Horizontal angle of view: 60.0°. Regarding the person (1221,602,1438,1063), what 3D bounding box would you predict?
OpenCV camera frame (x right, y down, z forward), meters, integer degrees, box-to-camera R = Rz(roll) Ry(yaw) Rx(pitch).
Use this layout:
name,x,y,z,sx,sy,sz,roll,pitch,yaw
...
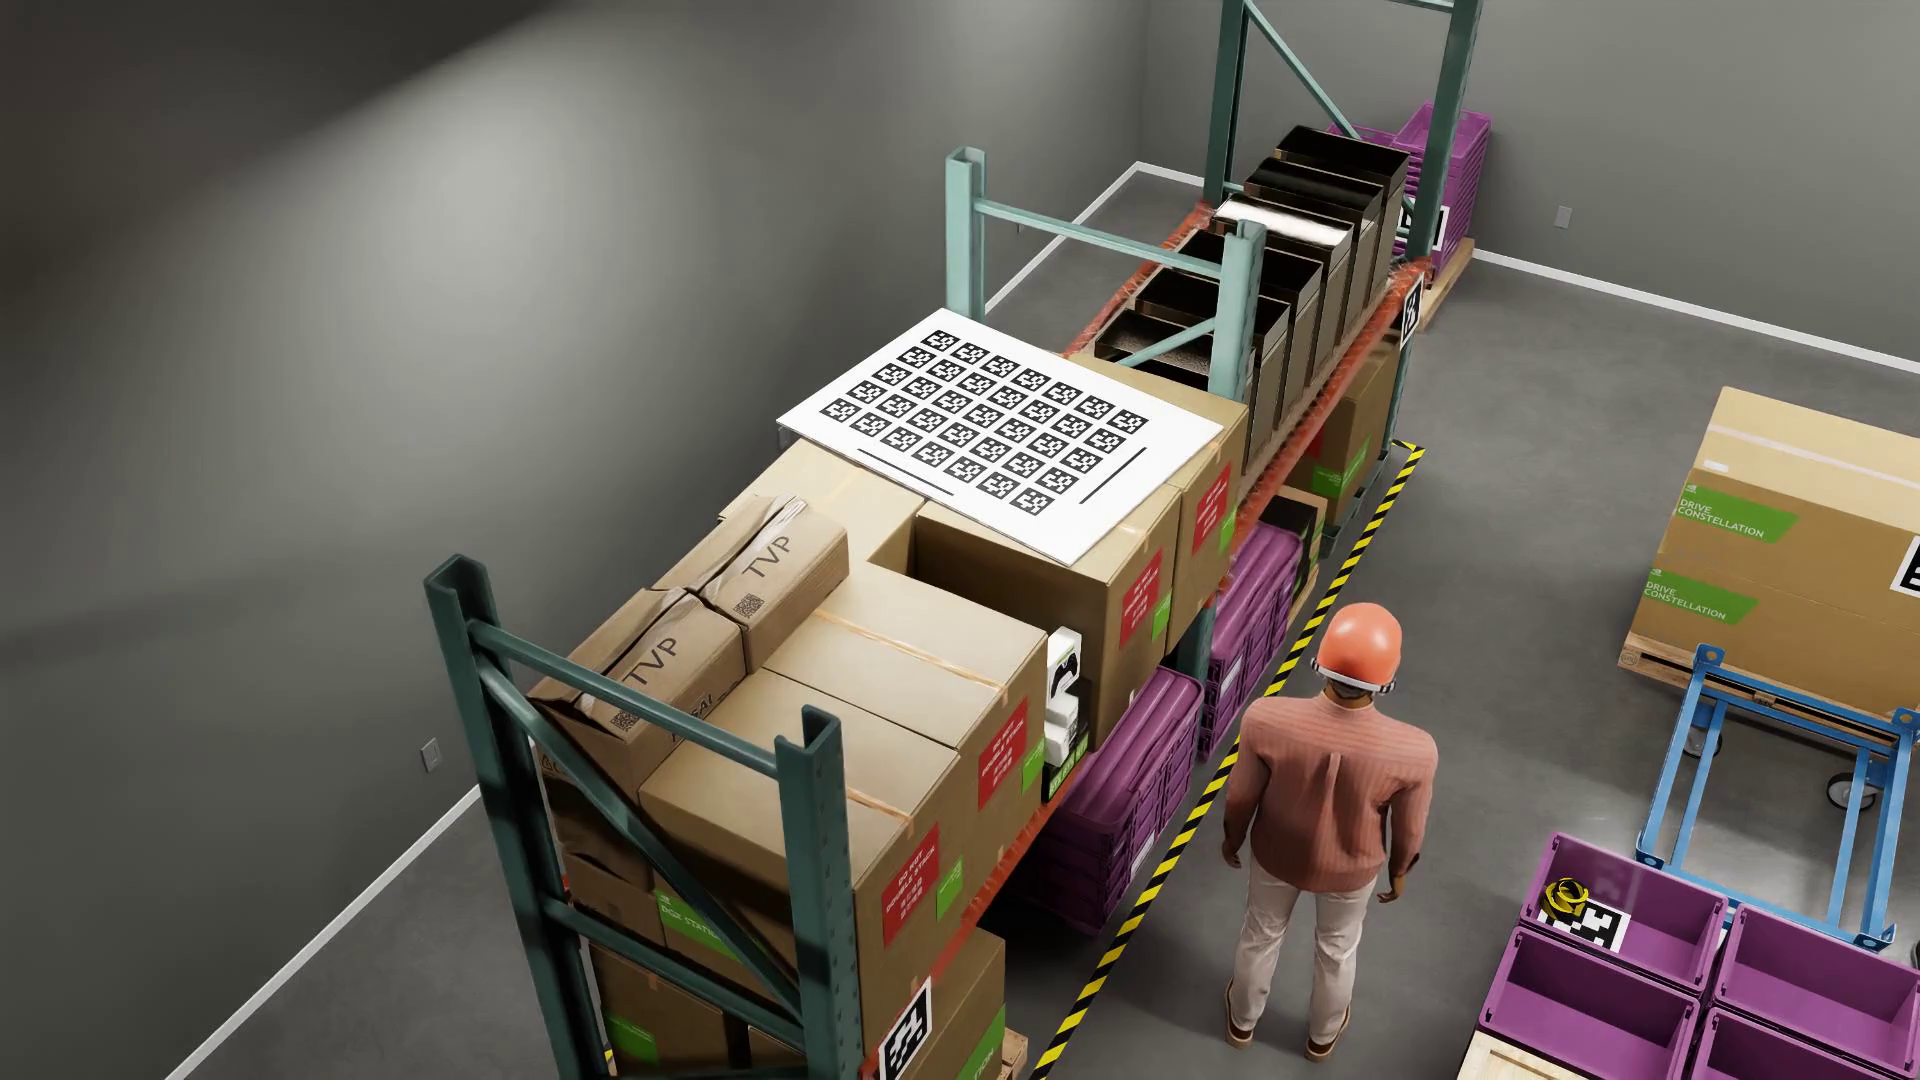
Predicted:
name,x,y,z,sx,sy,sz,roll,pitch,yaw
person,1.157,0.984,5.380,0.624,1.992,0.386,10,41,12

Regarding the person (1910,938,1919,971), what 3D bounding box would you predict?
name,x,y,z,sx,sy,sz,roll,pitch,yaw
person,3.713,0.935,5.563,0.601,1.831,0.404,23,45,25
